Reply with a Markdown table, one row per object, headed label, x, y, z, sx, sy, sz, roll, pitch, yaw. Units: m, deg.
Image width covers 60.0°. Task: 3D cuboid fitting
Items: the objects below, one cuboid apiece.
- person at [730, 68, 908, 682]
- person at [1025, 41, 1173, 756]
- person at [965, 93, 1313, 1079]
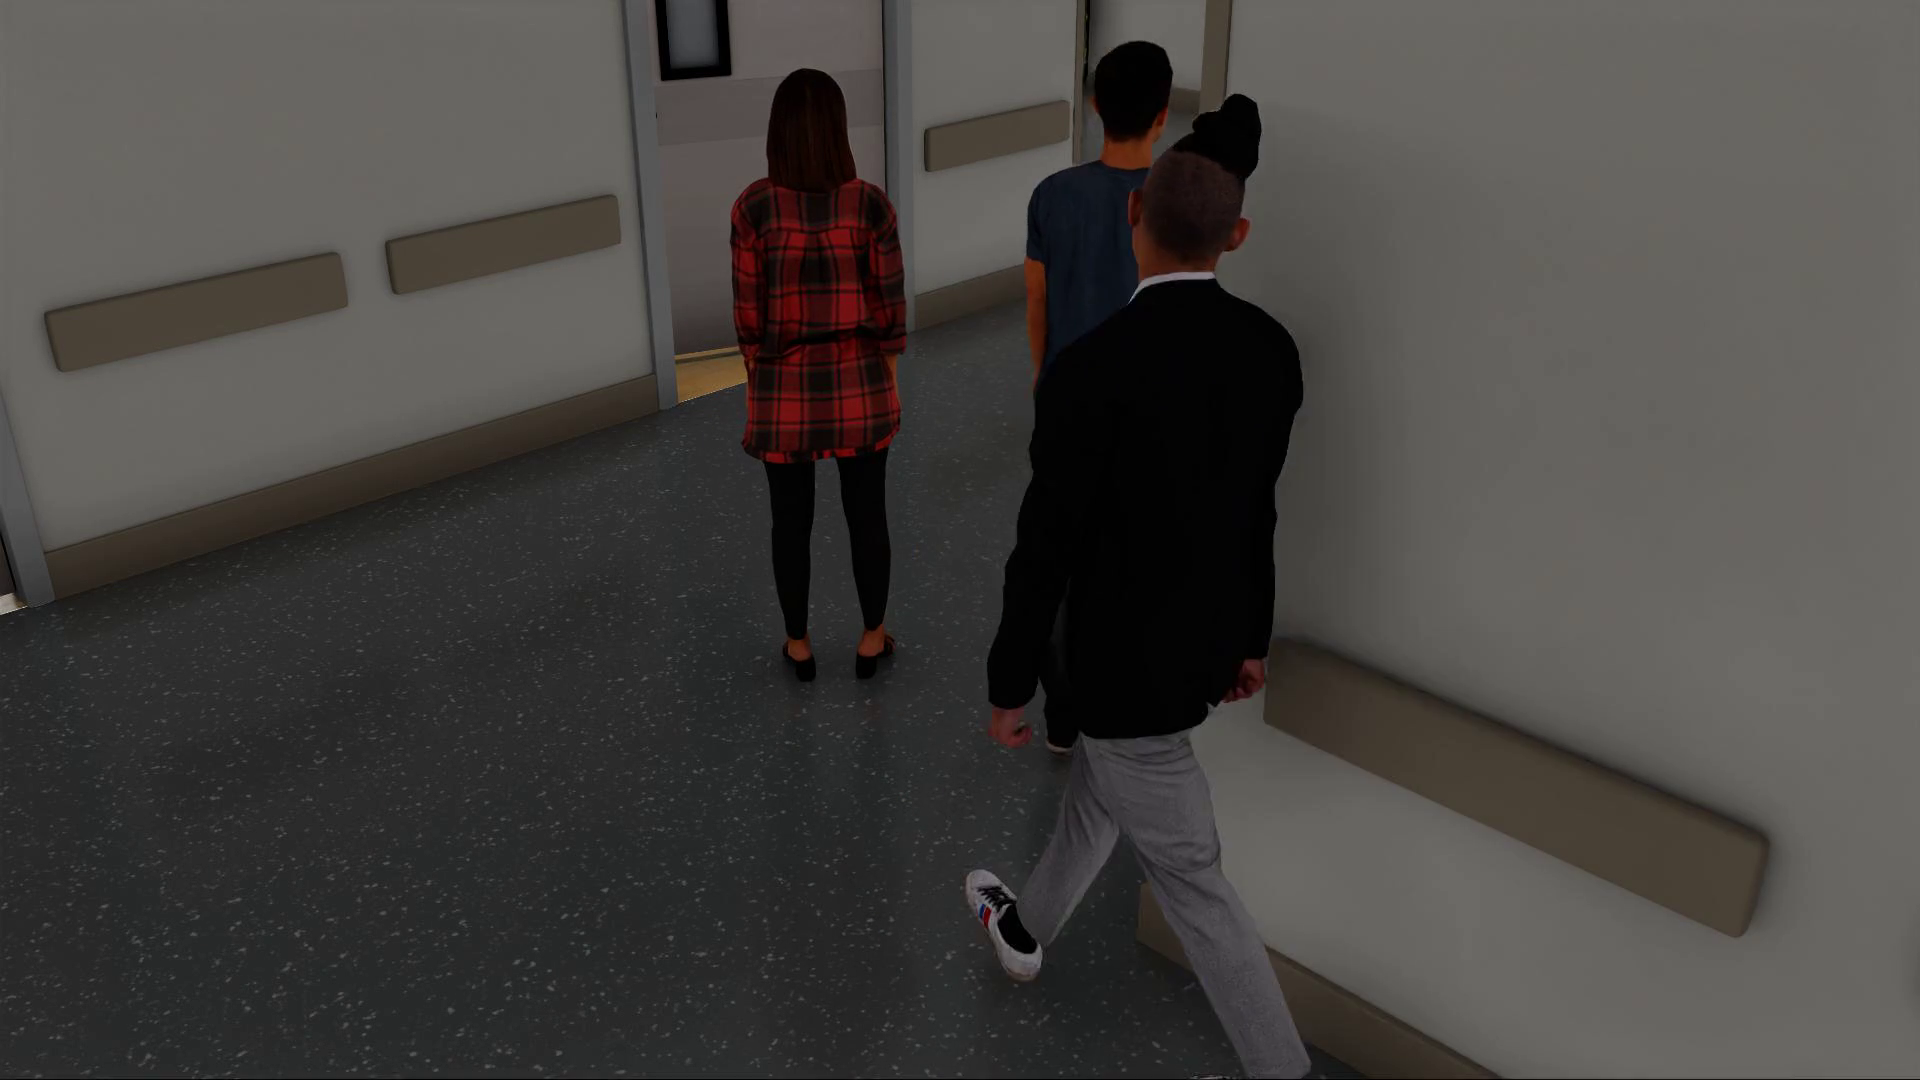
| label | x | y | z | sx | sy | sz | roll | pitch | yaw |
| --- | --- | --- | --- | --- | --- | --- | --- | --- | --- |
| person | -0.378 | -0.411 | 4.516 | 0.697 | 1.702 | 0.758 | 0 | 26 | -1 |
| person | 0.345 | -0.286 | 4.176 | 1.000 | 1.774 | 1.202 | 7 | 27 | 14 |
| person | 0.414 | 0.251 | 2.933 | 1.192 | 1.885 | 0.848 | -22 | 33 | -37 |
